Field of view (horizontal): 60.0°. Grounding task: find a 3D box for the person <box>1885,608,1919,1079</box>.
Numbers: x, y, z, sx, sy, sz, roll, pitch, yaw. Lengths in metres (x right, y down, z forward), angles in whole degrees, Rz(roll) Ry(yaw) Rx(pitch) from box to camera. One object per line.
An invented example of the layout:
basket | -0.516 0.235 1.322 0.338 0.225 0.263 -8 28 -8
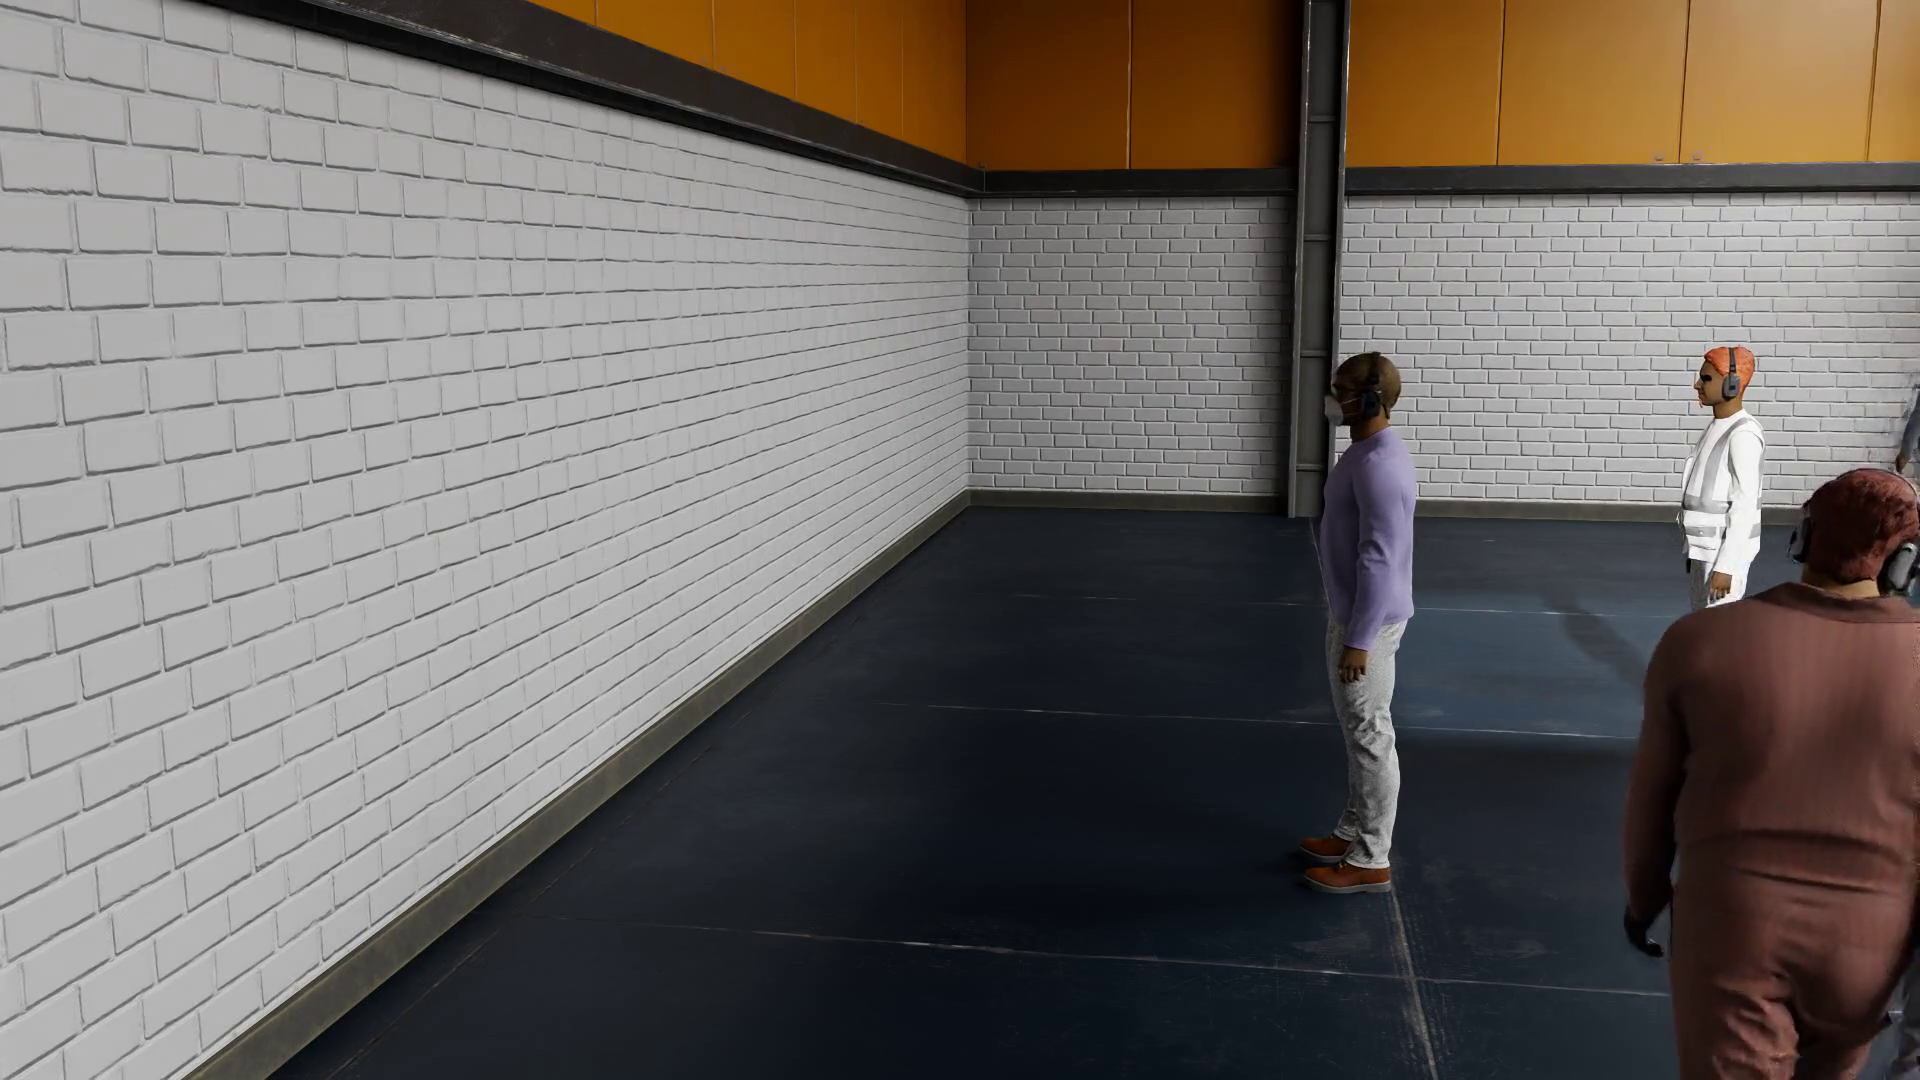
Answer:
person | 2.208 0.753 3.566 1.014 1.816 0.531 -8 12 -41

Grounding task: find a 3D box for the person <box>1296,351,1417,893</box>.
person | 1.433 0.295 5.972 0.372 1.940 0.631 2 9 9

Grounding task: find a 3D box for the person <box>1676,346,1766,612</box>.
person | 3.435 0.065 7.571 0.355 1.882 0.575 2 9 9

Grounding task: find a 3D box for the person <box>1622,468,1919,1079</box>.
person | 1.635 0.782 3.248 0.651 1.847 0.997 3 10 19

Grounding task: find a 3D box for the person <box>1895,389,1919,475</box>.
person | 7.106 -0.640 12.023 0.671 1.873 0.991 -5 10 -28
